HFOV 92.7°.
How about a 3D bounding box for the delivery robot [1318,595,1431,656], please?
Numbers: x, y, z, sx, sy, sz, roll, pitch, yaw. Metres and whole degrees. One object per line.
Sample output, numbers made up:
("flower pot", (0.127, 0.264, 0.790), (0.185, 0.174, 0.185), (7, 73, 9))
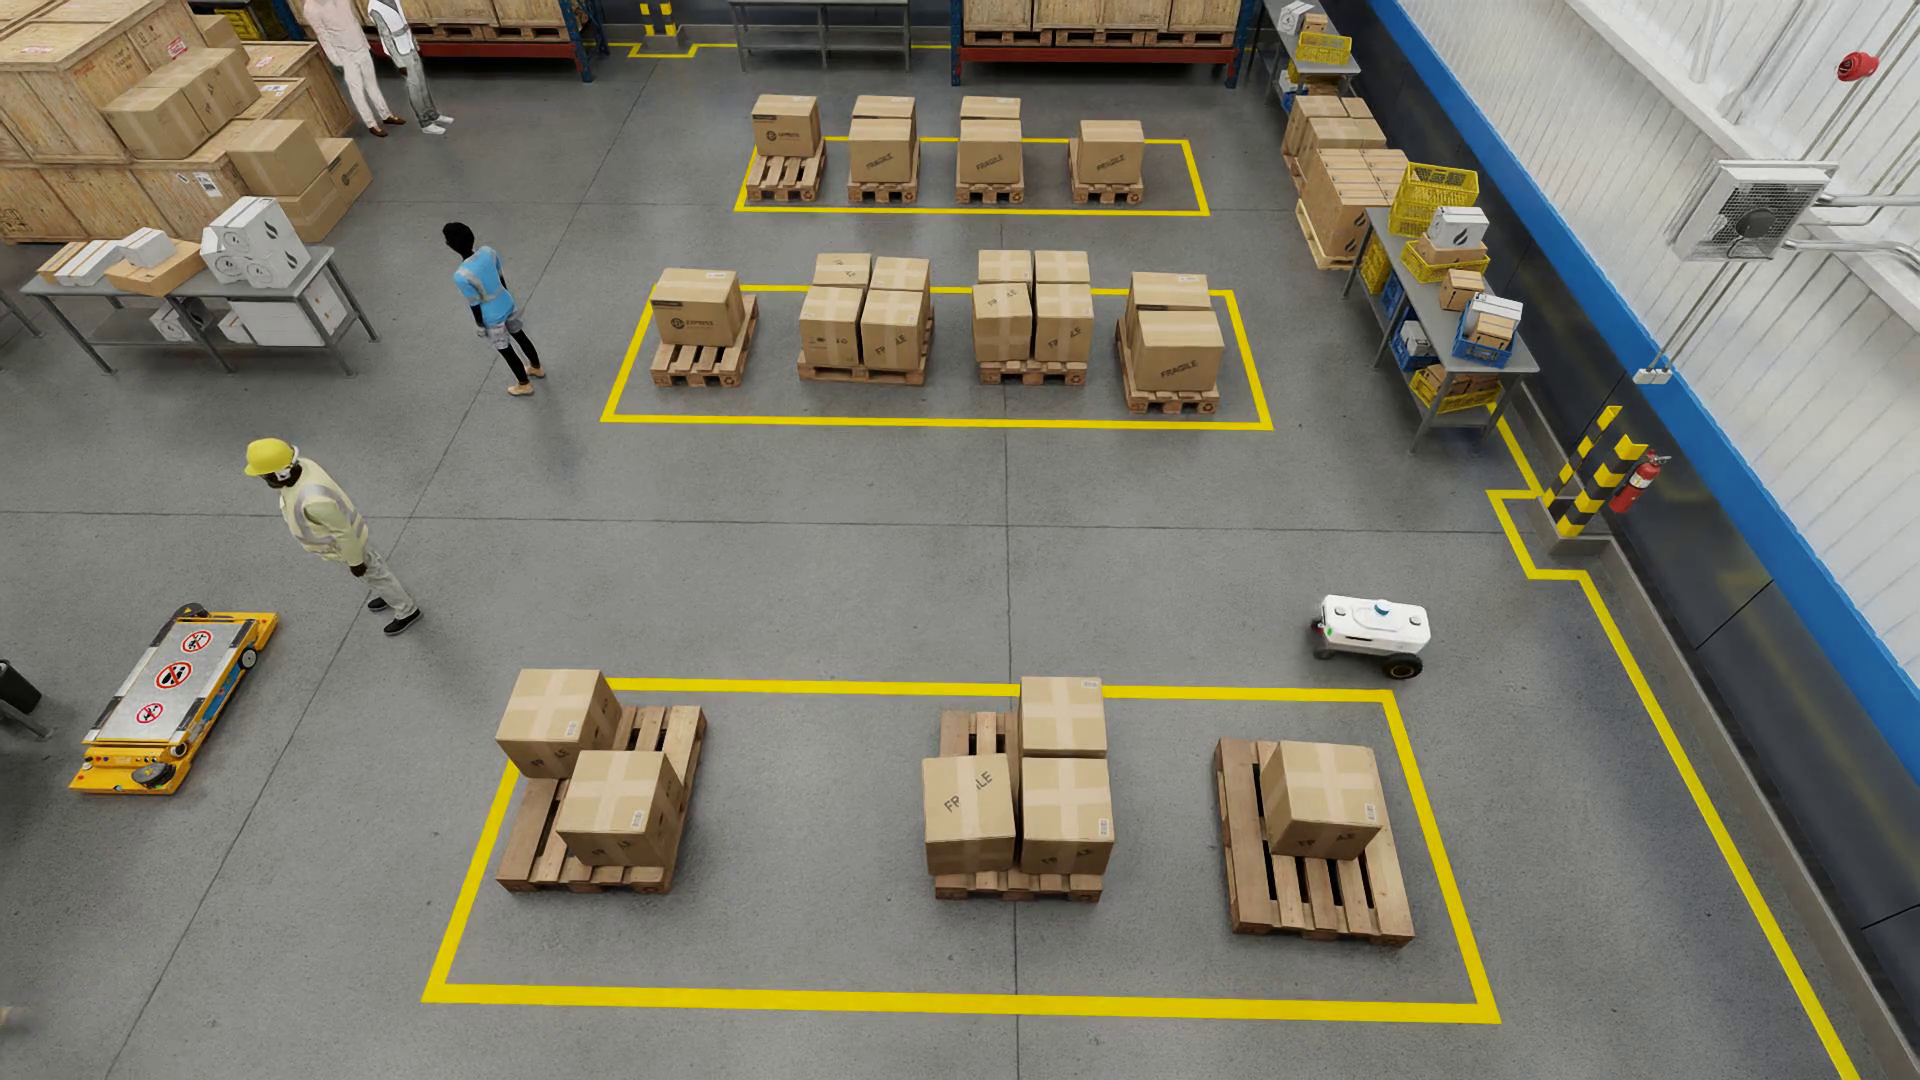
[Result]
("delivery robot", (2.965, 0.608, 6.590), (0.707, 0.478, 0.477), (7, 50, 6))

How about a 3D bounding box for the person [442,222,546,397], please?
("person", (-4.138, -2.030, 8.138), (0.316, 1.695, 0.541), (9, 50, 7))

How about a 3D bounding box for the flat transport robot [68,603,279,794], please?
("flat transport robot", (-5.504, 1.072, 6.442), (0.652, 0.197, 1.431), (1, 50, 1))

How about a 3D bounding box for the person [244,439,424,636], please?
("person", (-4.309, -0.015, 6.345), (0.404, 1.830, 0.601), (-34, 58, -25))

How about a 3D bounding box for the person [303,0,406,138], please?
("person", (-7.572, -6.074, 11.429), (0.399, 1.902, 0.642), (13, 51, 11))

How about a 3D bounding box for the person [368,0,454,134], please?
("person", (-6.938, -6.080, 11.431), (0.390, 1.911, 0.592), (-1, 50, -1))
